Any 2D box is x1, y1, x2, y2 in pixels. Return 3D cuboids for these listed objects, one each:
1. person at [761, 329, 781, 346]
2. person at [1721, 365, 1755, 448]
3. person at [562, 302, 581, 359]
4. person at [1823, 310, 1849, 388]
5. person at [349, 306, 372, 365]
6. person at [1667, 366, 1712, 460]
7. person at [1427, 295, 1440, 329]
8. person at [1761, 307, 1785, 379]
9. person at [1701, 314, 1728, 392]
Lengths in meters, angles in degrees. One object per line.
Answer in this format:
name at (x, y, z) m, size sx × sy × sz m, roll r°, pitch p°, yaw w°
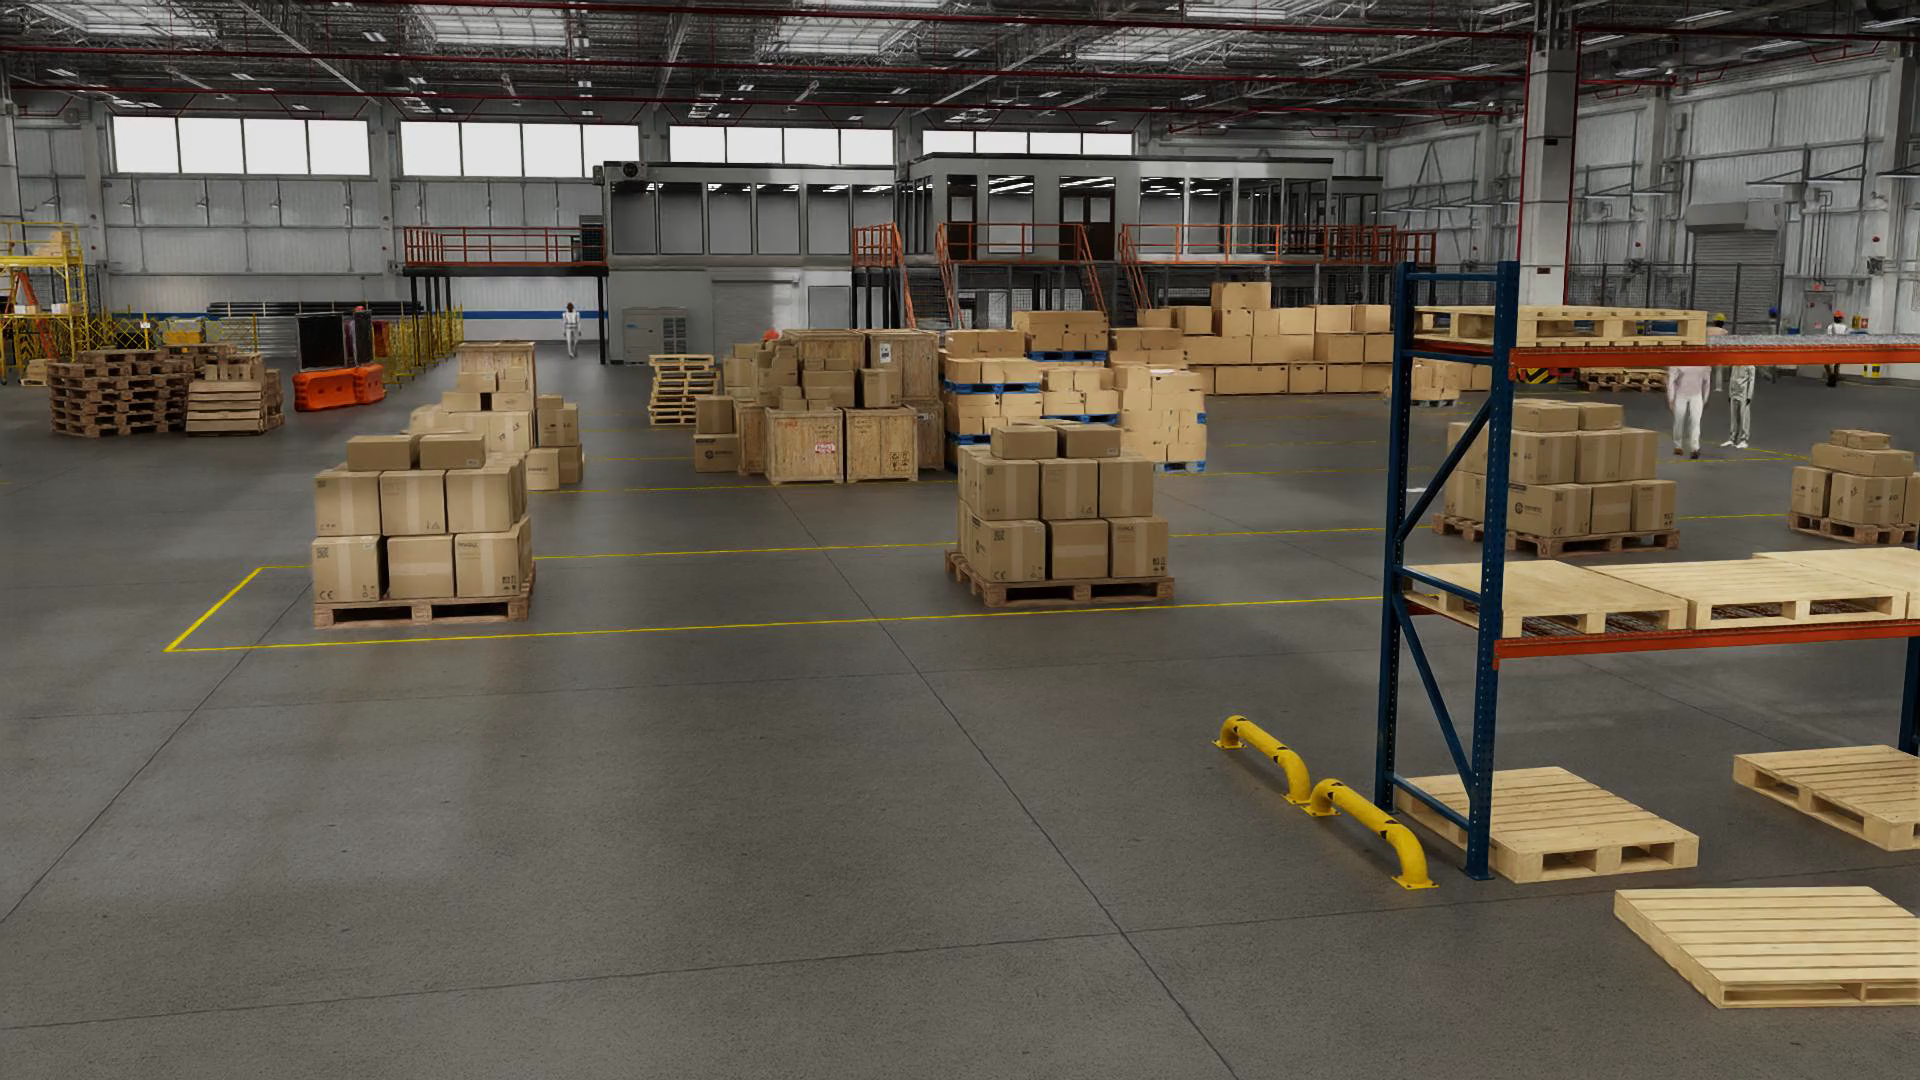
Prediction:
person at (-3.052, -2.443, 27.209) m, size 0.378 × 1.995 × 0.612 m, roll 0°, pitch 9°, yaw -3°
person at (13.003, -2.403, 27.728) m, size 0.312 × 1.744 × 0.487 m, roll -3°, pitch 10°, yaw -16°
person at (-12.780, -6.894, 54.710) m, size 0.593 × 1.873 × 0.520 m, roll -2°, pitch 10°, yaw -13°
person at (21.883, -4.770, 41.605) m, size 0.585 × 1.924 × 0.402 m, roll 0°, pitch 9°, yaw -3°
person at (-15.075, -4.883, 41.961) m, size 0.621 × 2.035 × 0.395 m, roll 2°, pitch 10°, yaw 13°
person at (11.497, -2.233, 26.282) m, size 0.649 × 1.885 × 1.041 m, roll 3°, pitch 10°, yaw 16°
person at (18.053, -8.373, 63.553) m, size 0.606 × 1.947 × 1.048 m, roll -1°, pitch 9°, yaw -5°
person at (21.741, -5.257, 44.524) m, size 0.626 × 1.936 × 0.525 m, roll 0°, pitch 9°, yaw -1°
person at (18.116, -4.490, 39.976) m, size 0.845 × 1.902 × 0.592 m, roll -7°, pitch 12°, yaw -36°
